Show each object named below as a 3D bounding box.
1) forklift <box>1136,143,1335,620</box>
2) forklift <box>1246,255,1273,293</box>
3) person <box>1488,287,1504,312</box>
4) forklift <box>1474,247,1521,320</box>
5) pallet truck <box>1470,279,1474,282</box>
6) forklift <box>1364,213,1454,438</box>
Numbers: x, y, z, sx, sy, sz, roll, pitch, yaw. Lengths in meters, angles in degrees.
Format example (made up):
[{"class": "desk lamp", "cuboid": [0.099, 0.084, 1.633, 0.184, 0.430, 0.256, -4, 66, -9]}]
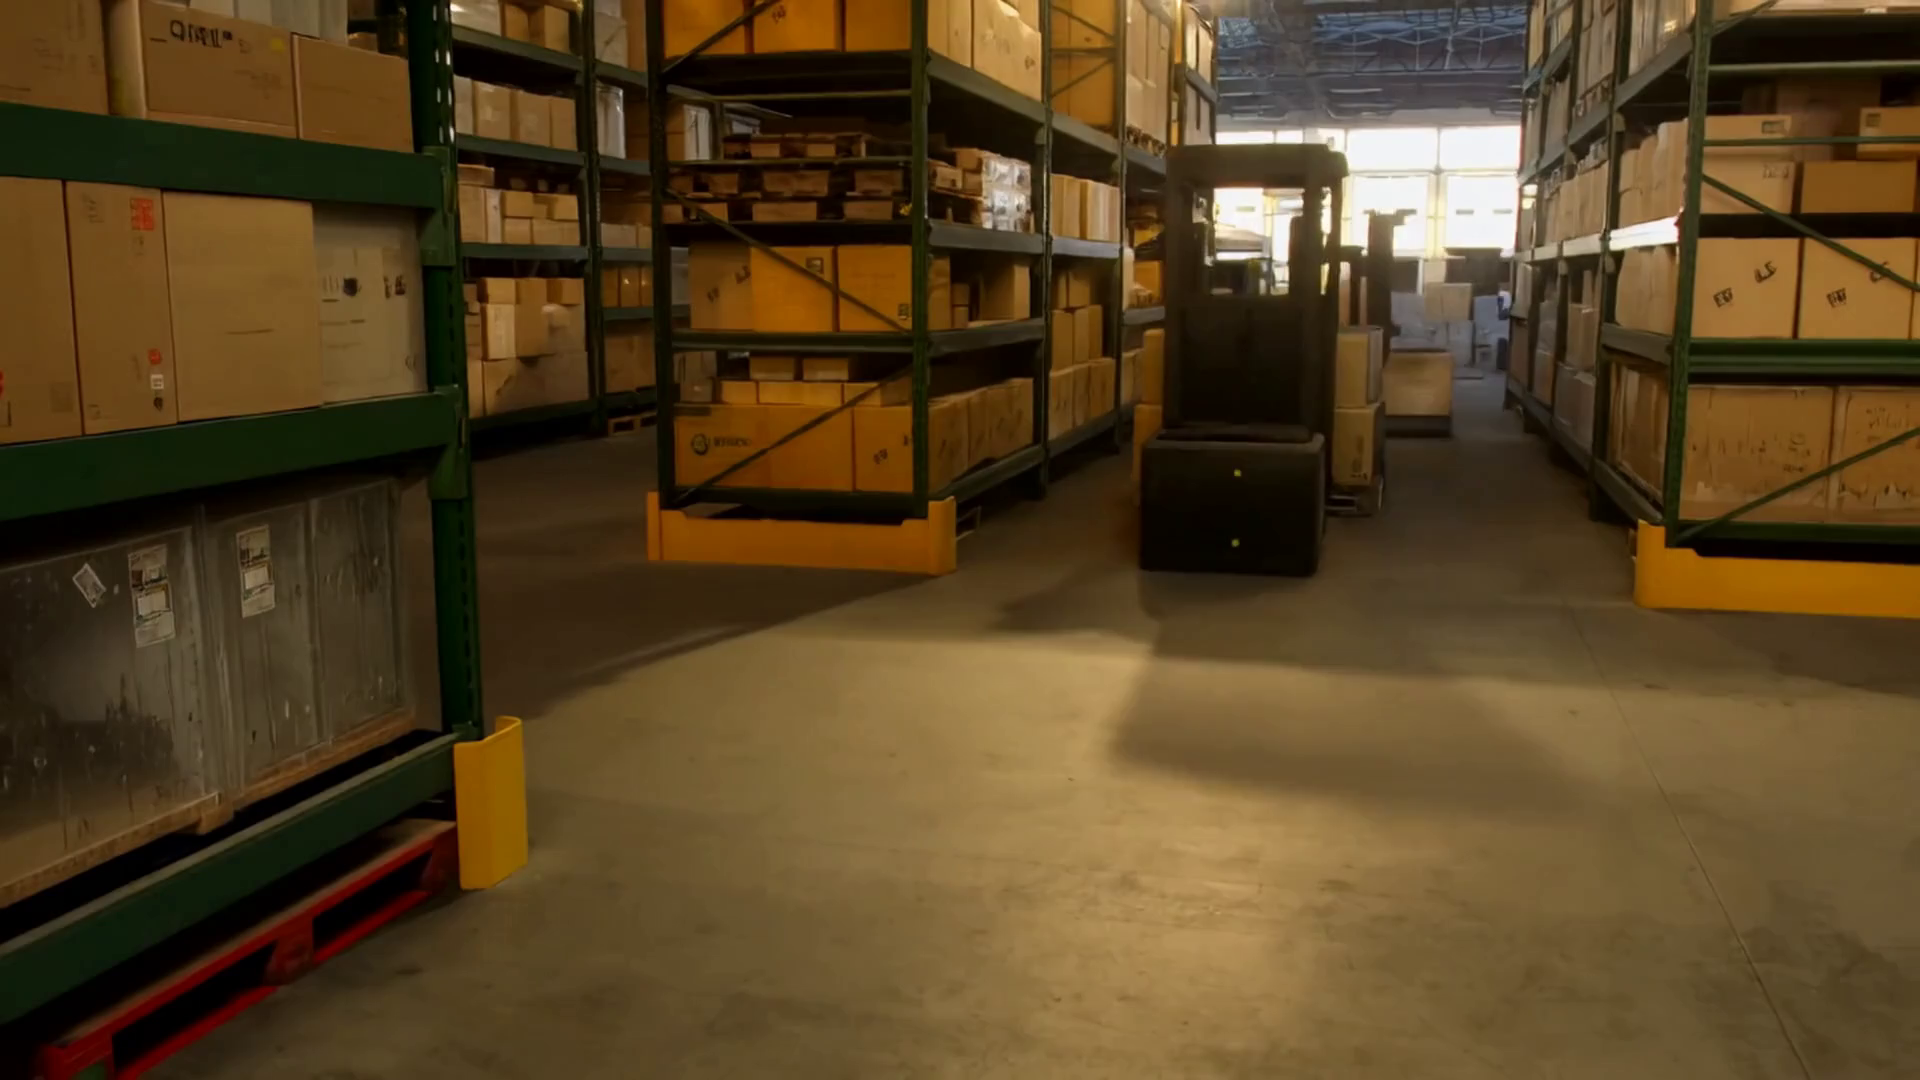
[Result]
[{"class": "forklift", "cuboid": [1.762, -1.029, 10.309, 1.129, 2.768, 1.873, 2, 9, 15]}, {"class": "forklift", "cuboid": [10.551, -8.662, 58.805, 1.129, 2.768, 1.873, 2, 9, 15]}, {"class": "person", "cuboid": [14.959, -6.258, 46.733, 0.632, 1.880, 1.063, -2, 9, -12]}, {"class": "forklift", "cuboid": [13.968, -6.343, 44.069, 1.873, 2.768, 1.129, -2, 9, -10]}, {"class": "pallet truck", "cuboid": [18.896, -8.459, 60.307, 1.885, 1.965, 0.823, 5, 10, 31]}, {"class": "forklift", "cuboid": [5.343, -2.742, 21.196, 1.873, 2.768, 1.129, 2, 9, 15]}]
